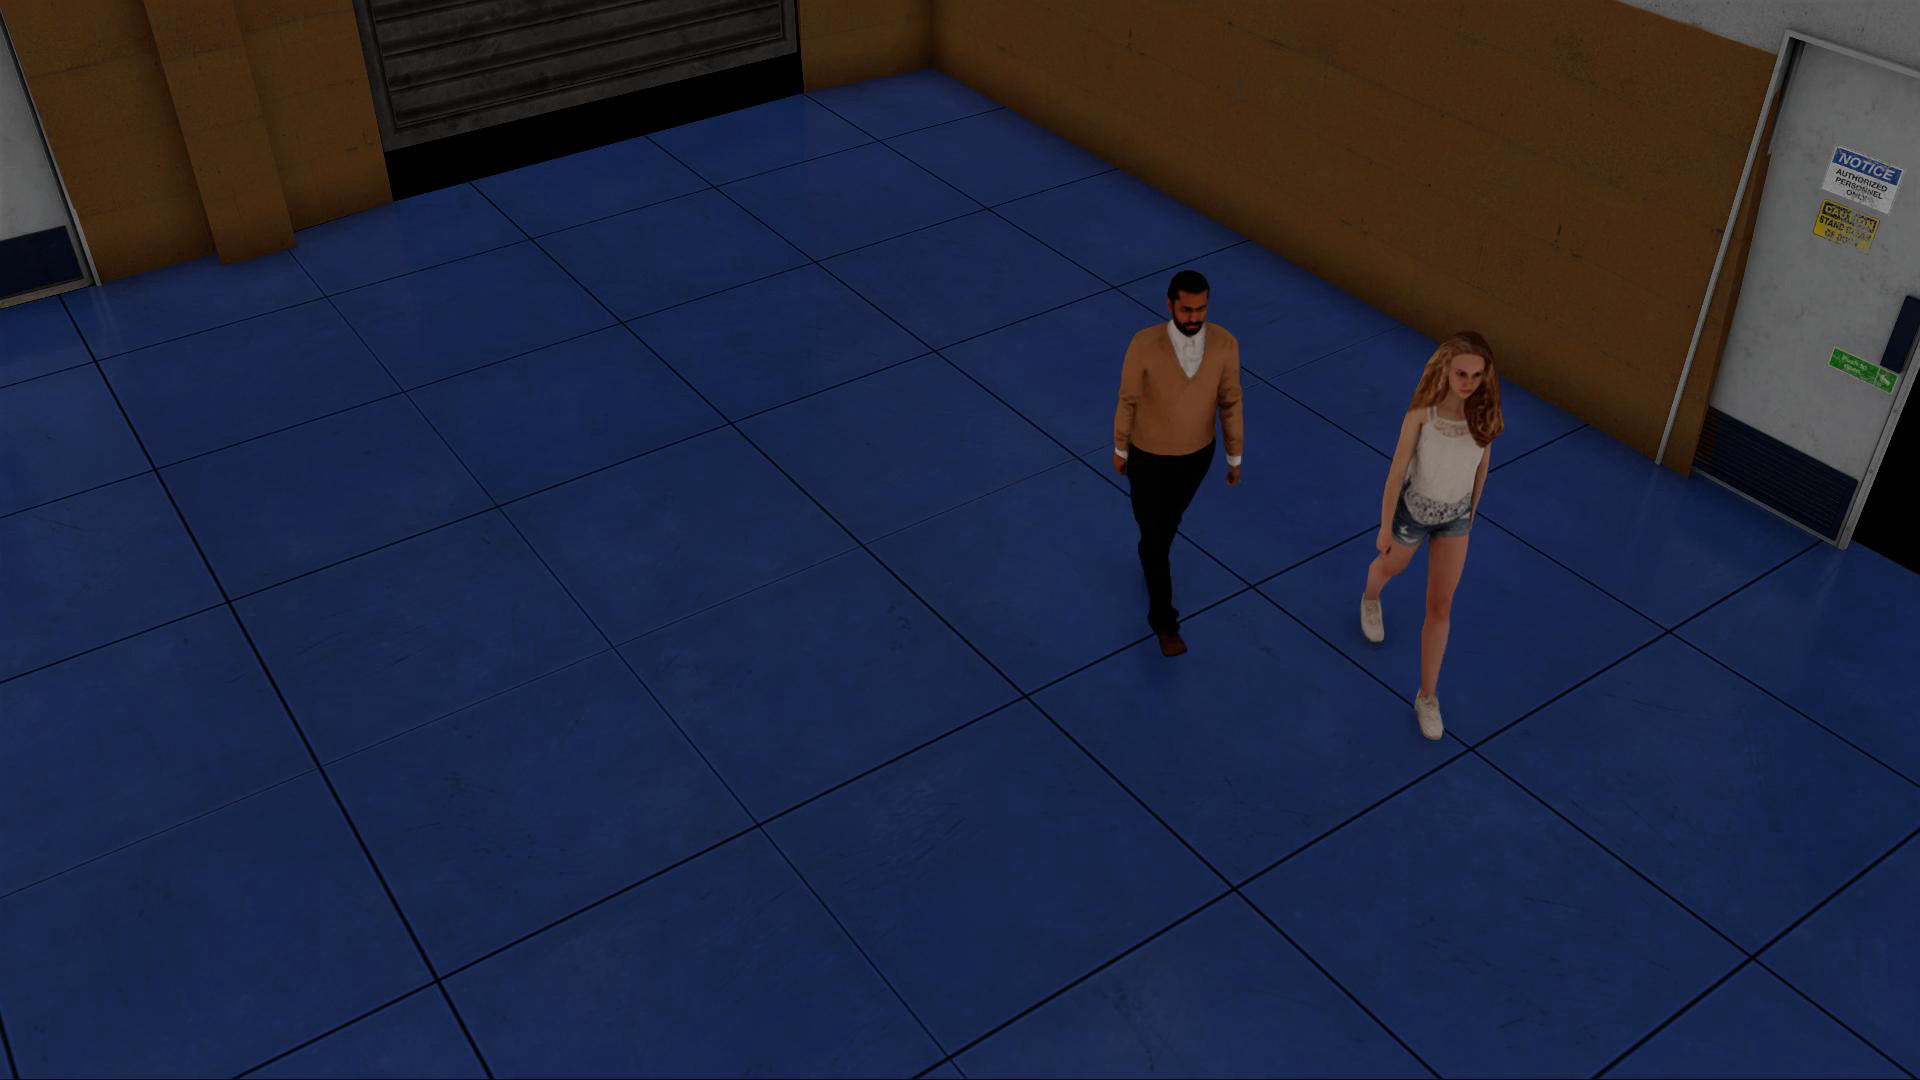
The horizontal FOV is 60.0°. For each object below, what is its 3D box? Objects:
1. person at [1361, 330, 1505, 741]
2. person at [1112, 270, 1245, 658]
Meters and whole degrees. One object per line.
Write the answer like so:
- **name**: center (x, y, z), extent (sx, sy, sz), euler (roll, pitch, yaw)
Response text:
- **person**: center (1.900, -0.130, 6.894), extent (1.163, 1.713, 1.061), euler (-2, 37, -3)
- **person**: center (0.910, -0.421, 7.281), extent (1.159, 1.714, 1.029), euler (-7, 37, -9)
